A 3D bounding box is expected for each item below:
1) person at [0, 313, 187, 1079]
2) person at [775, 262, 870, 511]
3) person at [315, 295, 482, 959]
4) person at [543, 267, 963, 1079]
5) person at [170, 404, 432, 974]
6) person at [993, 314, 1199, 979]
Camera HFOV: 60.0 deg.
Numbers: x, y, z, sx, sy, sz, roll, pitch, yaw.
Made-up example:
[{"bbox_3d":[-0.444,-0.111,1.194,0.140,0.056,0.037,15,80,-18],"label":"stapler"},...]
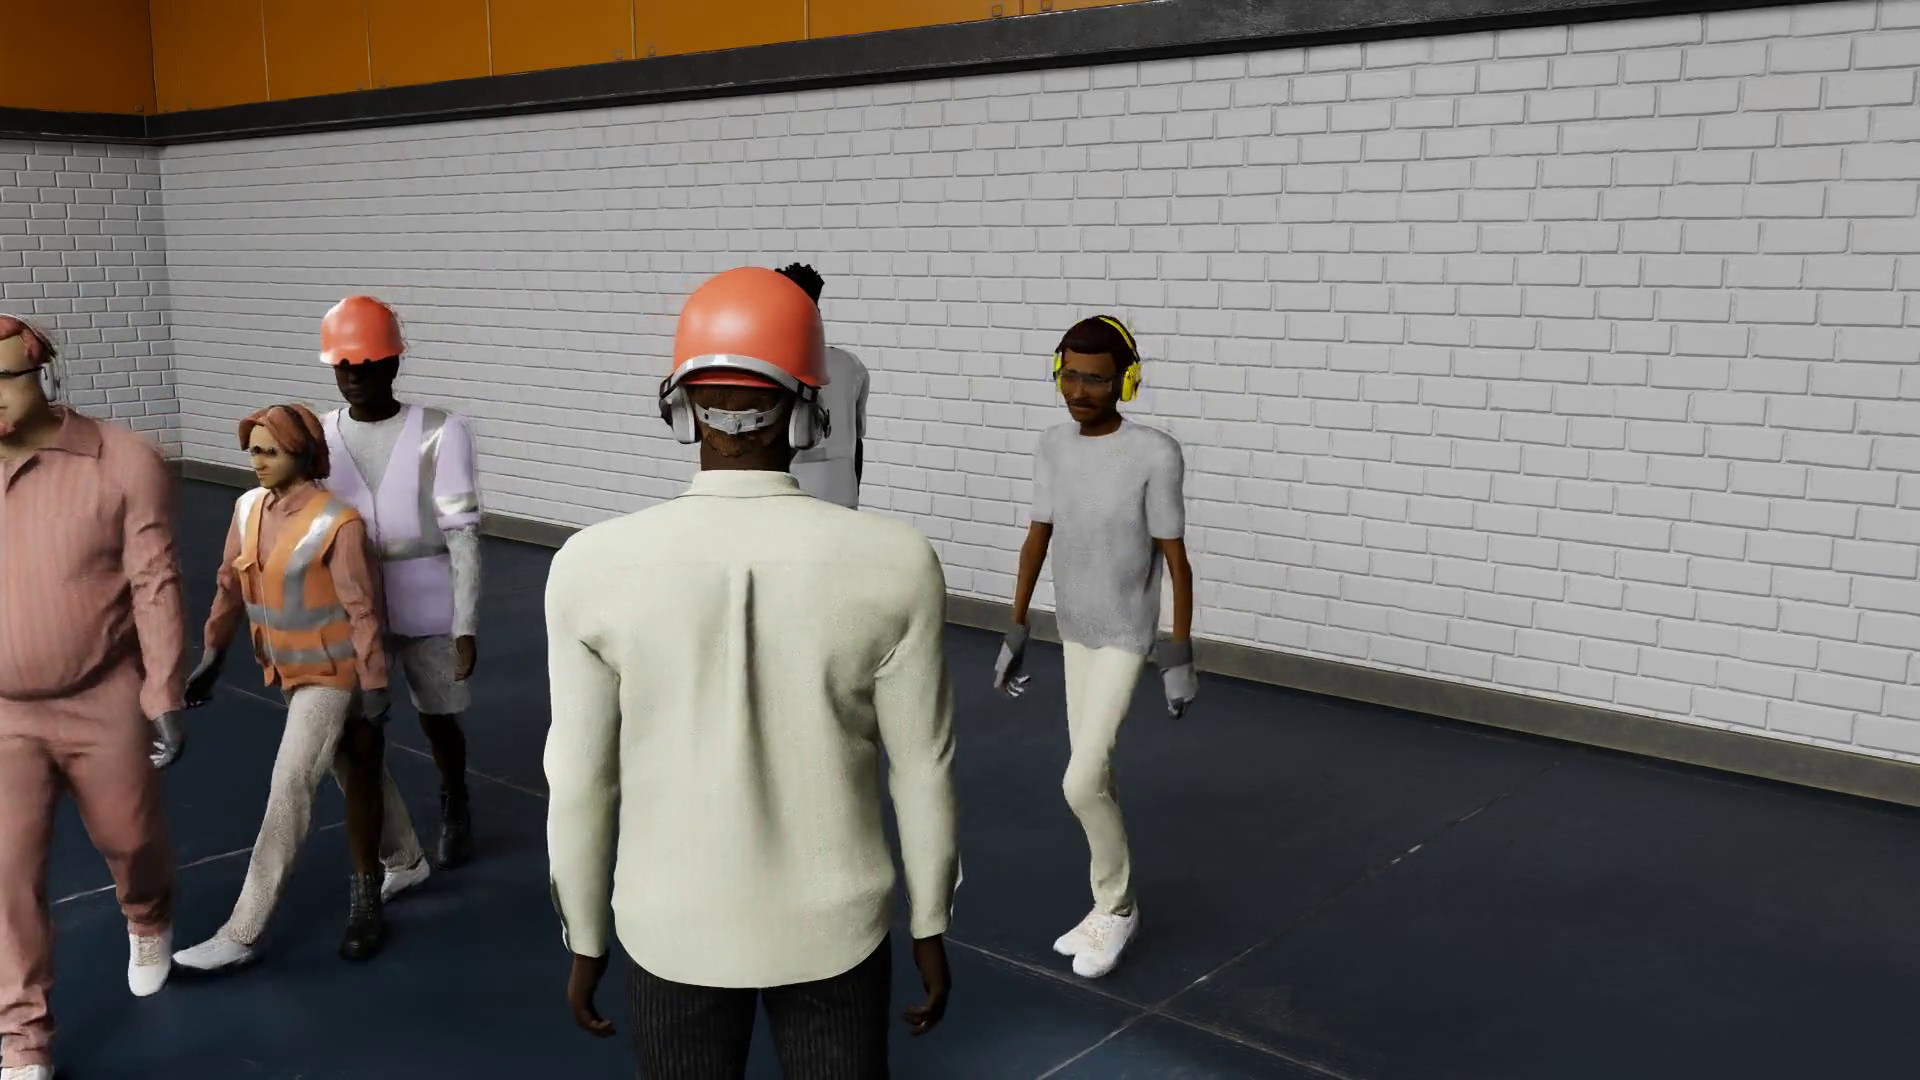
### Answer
[{"bbox_3d":[-2.241,0.373,4.124,0.636,1.877,0.919,-3,11,-19],"label":"person"},{"bbox_3d":[-0.619,-0.135,6.770,0.369,1.963,0.608,8,13,39],"label":"person"},{"bbox_3d":[-1.715,0.200,5.077,0.557,1.894,0.983,-1,10,-7],"label":"person"},{"bbox_3d":[-0.310,0.585,2.579,0.622,1.992,0.396,-1,10,-4],"label":"person"},{"bbox_3d":[-1.905,0.398,4.812,0.513,1.583,0.902,7,12,37],"label":"person"},{"bbox_3d":[0.358,0.300,4.626,0.545,1.842,0.554,-8,13,-39],"label":"person"}]
